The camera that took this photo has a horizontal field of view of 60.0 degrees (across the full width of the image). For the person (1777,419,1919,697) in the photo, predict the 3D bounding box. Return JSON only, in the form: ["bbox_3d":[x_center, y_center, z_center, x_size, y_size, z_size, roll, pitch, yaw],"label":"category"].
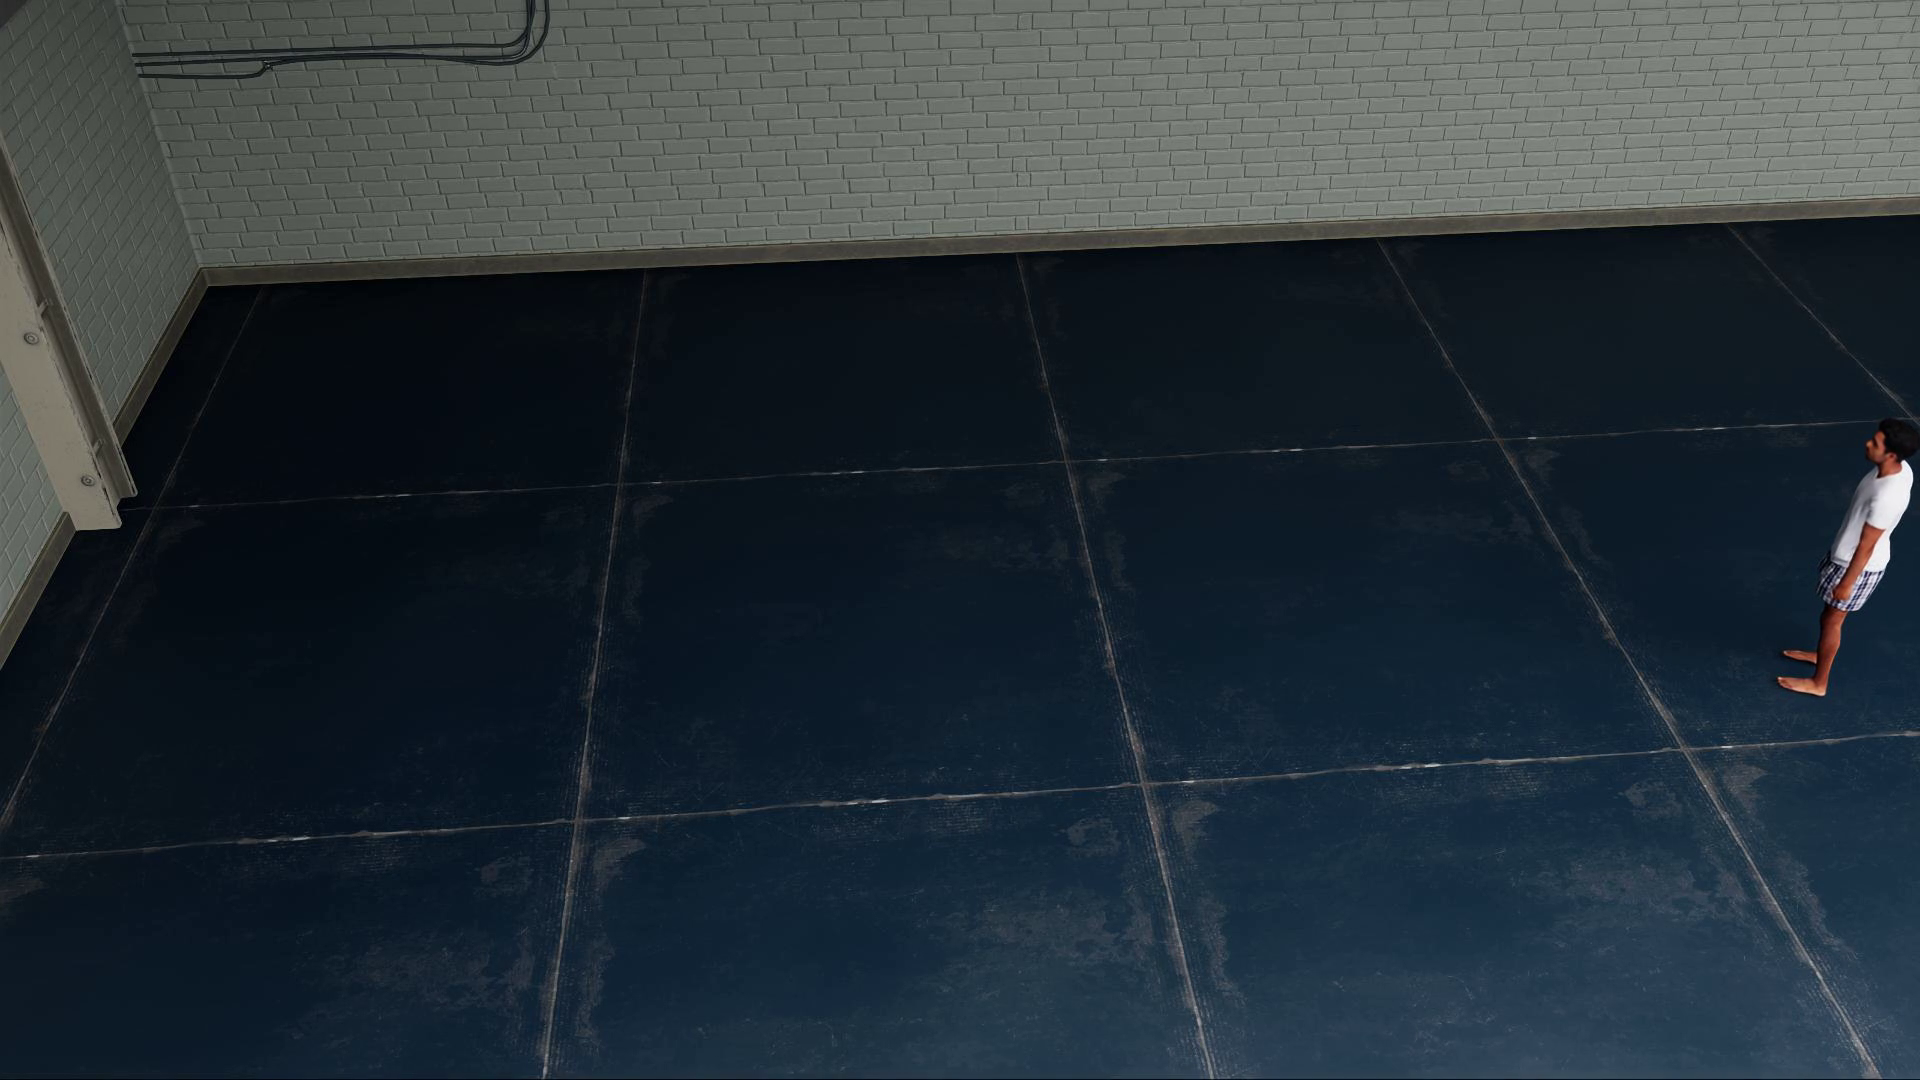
[{"bbox_3d":[4.886,0.096,9.057,0.771,1.727,0.660,18,41,21],"label":"person"}]
